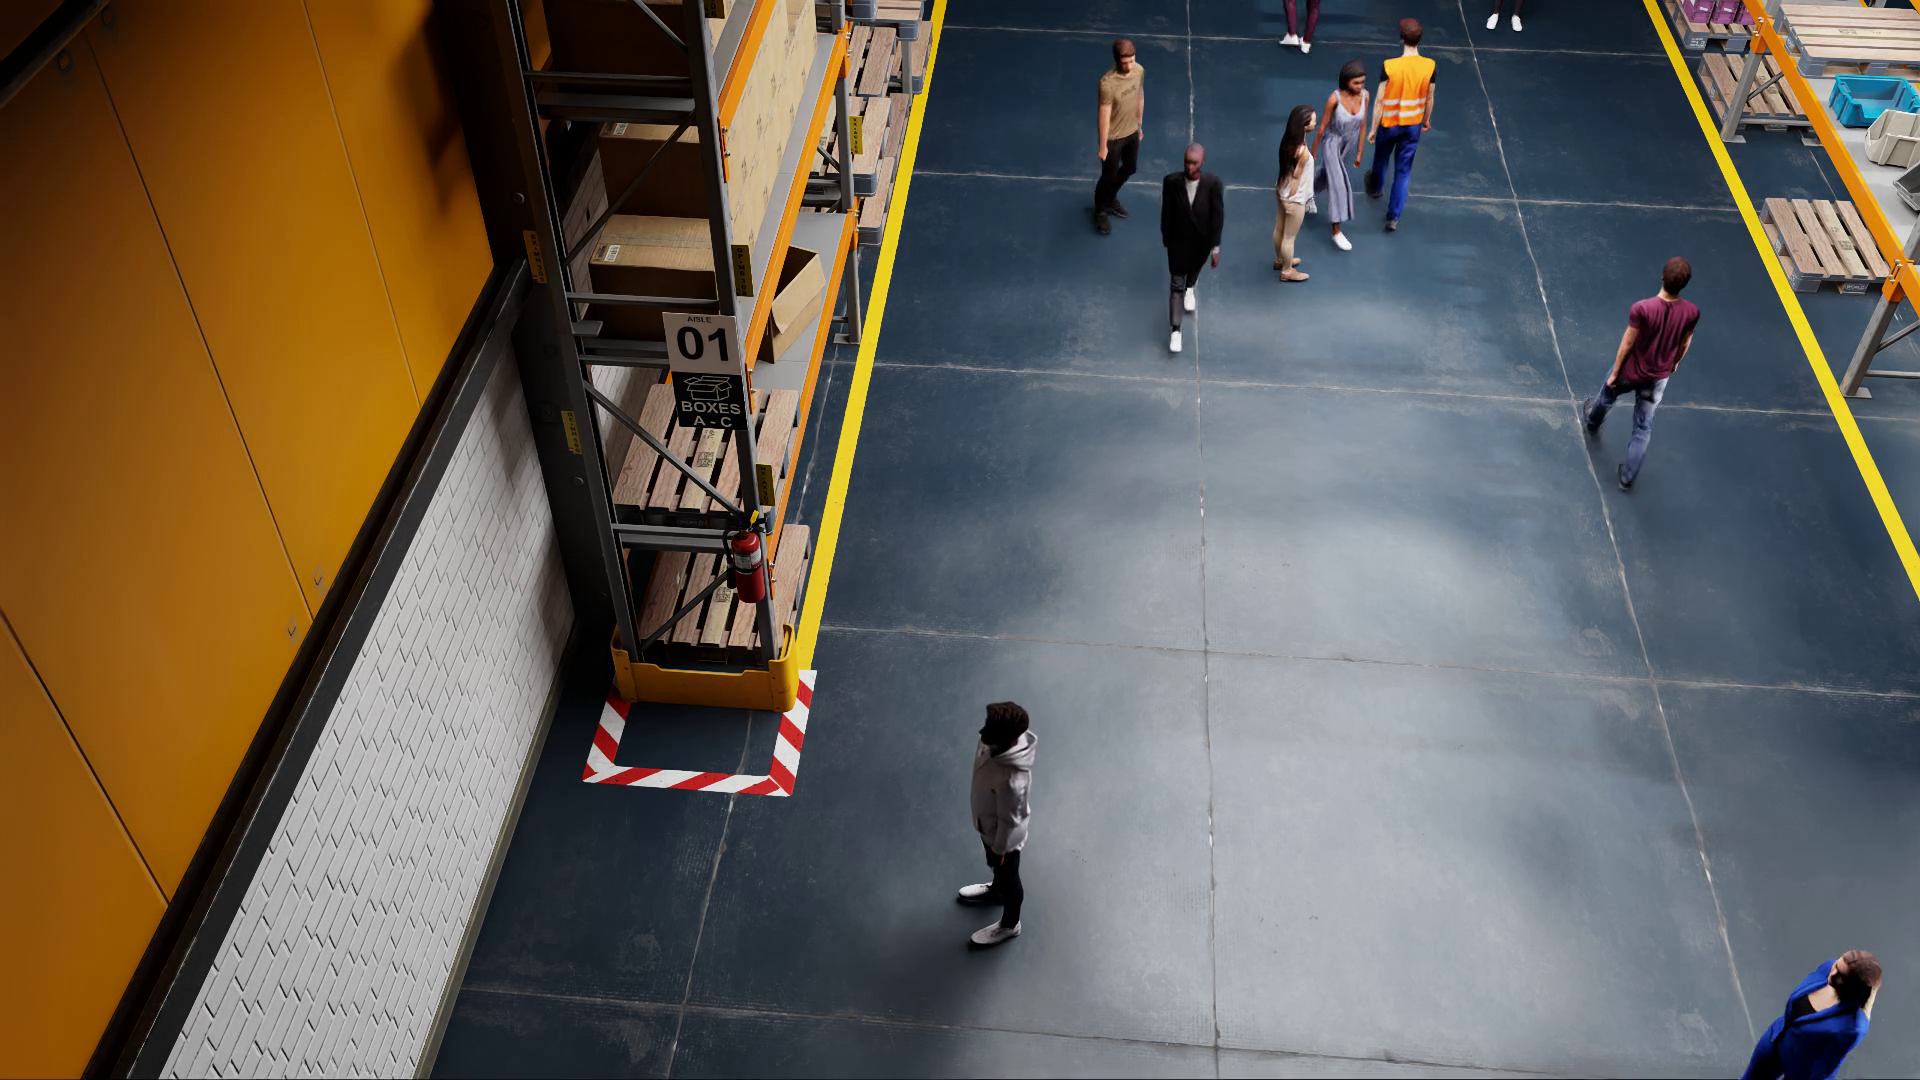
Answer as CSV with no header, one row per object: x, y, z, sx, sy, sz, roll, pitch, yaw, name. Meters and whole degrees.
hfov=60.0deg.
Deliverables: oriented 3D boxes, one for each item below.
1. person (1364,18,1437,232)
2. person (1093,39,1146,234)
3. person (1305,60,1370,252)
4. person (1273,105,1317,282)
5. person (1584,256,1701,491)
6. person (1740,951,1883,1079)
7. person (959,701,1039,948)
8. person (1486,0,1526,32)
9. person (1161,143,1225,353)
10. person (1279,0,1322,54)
3.883,-3.595,14.640,0.778,1.846,1.084,3,44,3,person
1.373,-3.585,14.642,0.884,1.829,0.820,32,52,29,person
3.282,-3.480,14.662,0.977,1.649,1.222,-16,46,-16,person
2.799,-2.924,14.084,0.675,1.641,0.631,-27,50,-25,person
5.004,-1.170,12.126,0.697,1.802,1.127,4,44,5,person
4.269,2.587,8.270,0.744,1.681,0.969,0,44,0,person
0.235,1.538,9.194,0.808,1.927,0.654,-8,44,-9,person
5.935,-6.202,17.519,0.593,1.650,0.565,9,44,9,person
1.894,-2.494,13.580,0.642,1.713,1.162,4,44,4,person
3.650,-5.834,17.051,0.741,1.762,0.730,-13,45,-13,person
